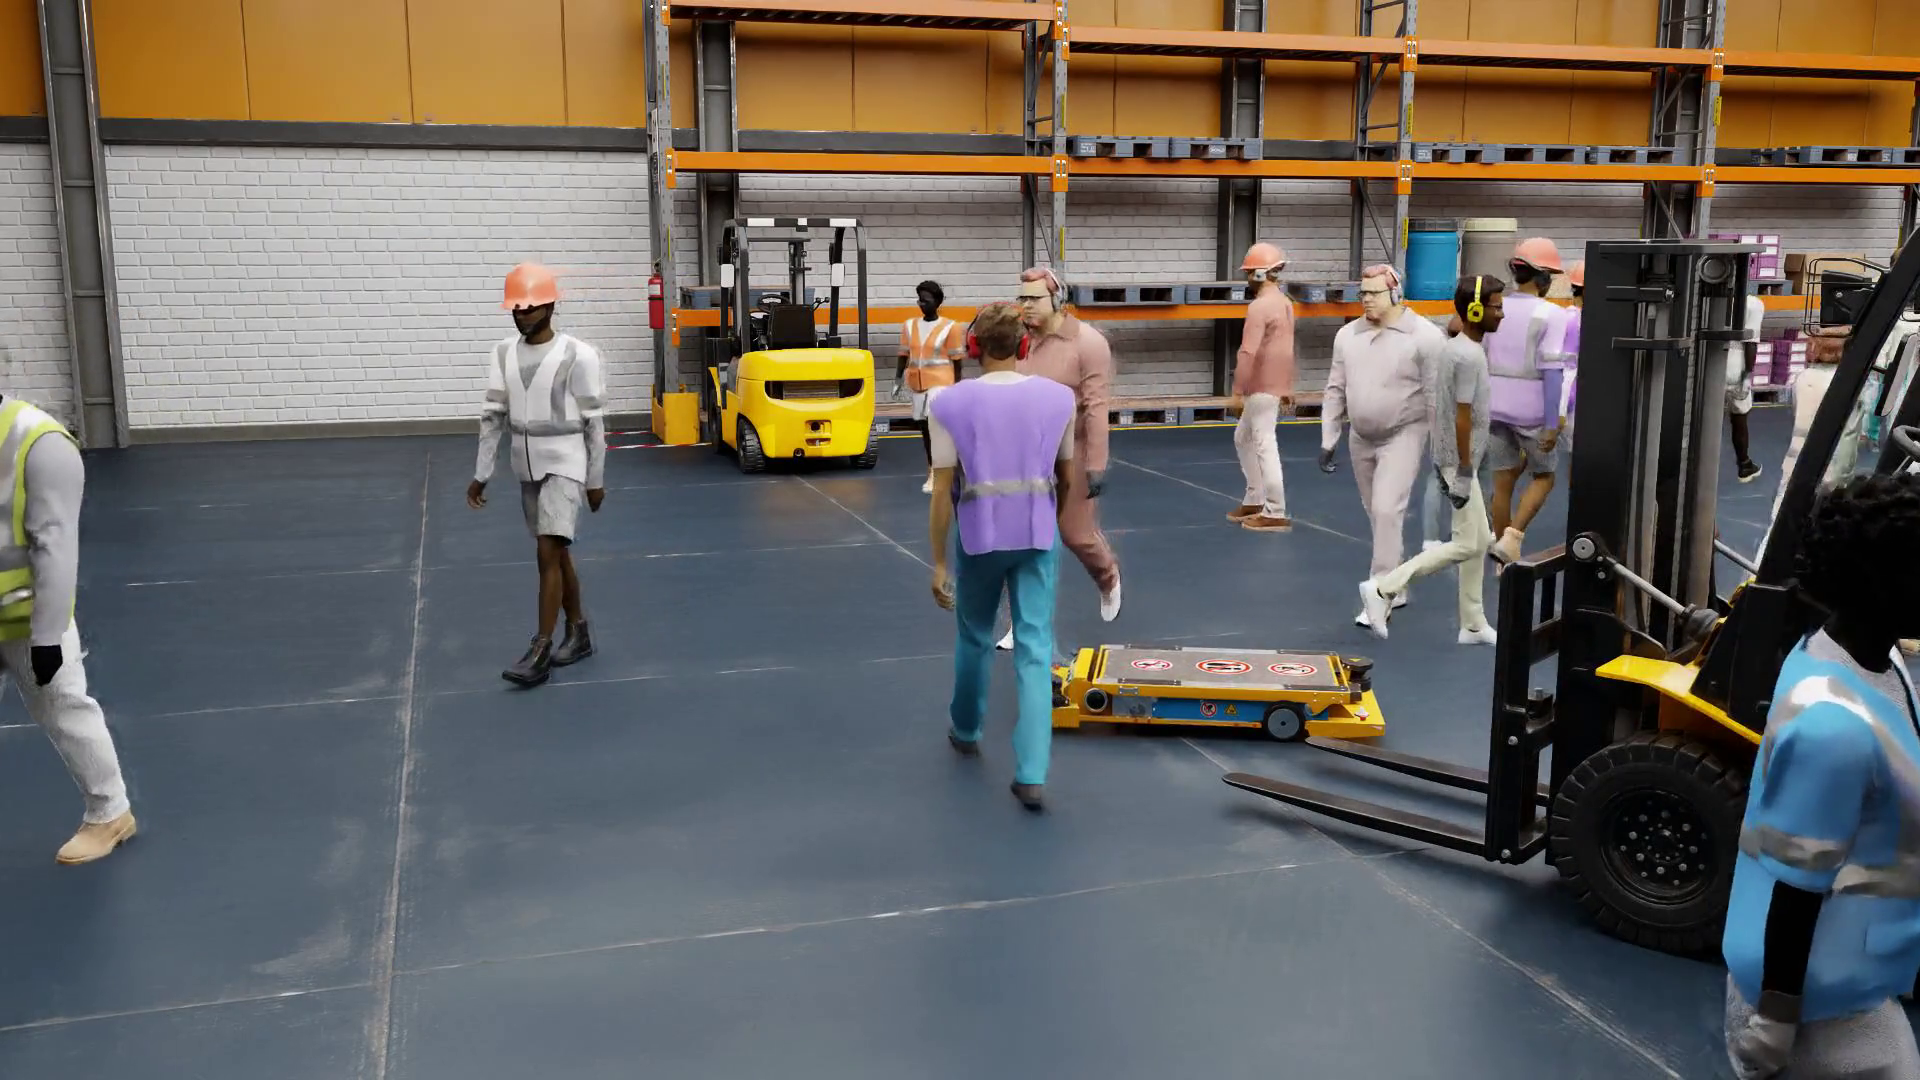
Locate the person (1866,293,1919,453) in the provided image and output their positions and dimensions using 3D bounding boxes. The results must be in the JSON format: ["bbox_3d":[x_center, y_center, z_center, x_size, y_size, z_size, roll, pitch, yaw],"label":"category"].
[{"bbox_3d":[8.655,-1.613,15.278,0.537,1.730,0.887,1,10,5],"label":"person"}]

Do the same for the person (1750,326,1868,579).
[{"bbox_3d":[4.484,-0.333,8.619,0.860,1.588,0.525,-2,11,-12],"label":"person"}]

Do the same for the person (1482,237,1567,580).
[{"bbox_3d":[3.282,-0.750,9.751,0.482,2.020,0.603,-7,13,-35],"label":"person"}]

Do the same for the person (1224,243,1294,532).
[{"bbox_3d":[2.012,-1.041,11.464,0.651,1.974,0.625,5,11,25],"label":"person"}]

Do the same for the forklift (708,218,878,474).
[{"bbox_3d":[-1.522,-1.778,14.899,1.214,2.155,2.313,-3,11,-17],"label":"forklift"}]

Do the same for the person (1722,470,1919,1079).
[{"bbox_3d":[1.386,0.692,2.816,0.802,1.668,0.526,5,12,27],"label":"person"}]

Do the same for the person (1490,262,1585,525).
[{"bbox_3d":[4.077,-0.969,11.363,1.004,1.878,0.645,1,10,8],"label":"person"}]

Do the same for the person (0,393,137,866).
[{"bbox_3d":[-2.927,0.230,5.045,0.636,1.783,1.003,2,10,10],"label":"person"}]

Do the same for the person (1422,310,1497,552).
[{"bbox_3d":[3.274,-0.725,10.727,0.794,1.595,0.524,-8,13,-38],"label":"person"}]

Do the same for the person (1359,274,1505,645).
[{"bbox_3d":[2.397,-0.371,8.155,0.726,1.851,0.516,2,10,10],"label":"person"}]

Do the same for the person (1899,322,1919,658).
[{"bbox_3d":[4.752,-0.450,8.040,0.394,2.040,0.610,6,12,30],"label":"person"}]

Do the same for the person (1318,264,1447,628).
[{"bbox_3d":[2.175,-0.495,8.741,0.841,1.871,0.657,-9,13,-40],"label":"person"}]

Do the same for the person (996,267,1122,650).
[{"bbox_3d":[0.497,-0.417,8.317,0.662,1.881,0.790,6,12,31],"label":"person"}]

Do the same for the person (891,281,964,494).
[{"bbox_3d":[-0.286,-1.199,13.151,0.541,1.676,0.647,7,12,32],"label":"person"}]

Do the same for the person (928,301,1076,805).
[{"bbox_3d":[0.151,0.022,6.148,0.556,1.786,0.957,-2,10,-8],"label":"person"}]

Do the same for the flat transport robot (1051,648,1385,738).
[{"bbox_3d":[1.027,0.624,7.008,1.431,0.197,0.652,1,10,8],"label":"flat transport robot"}]

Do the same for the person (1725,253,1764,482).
[{"bbox_3d":[6.230,-1.389,13.537,1.001,1.912,0.626,-8,13,-39],"label":"person"}]

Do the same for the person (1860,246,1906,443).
[{"bbox_3d":[9.057,-1.876,16.165,0.362,1.936,0.627,-8,13,-37],"label":"person"}]

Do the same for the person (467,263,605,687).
[{"bbox_3d":[-1.960,-0.296,7.581,0.546,1.893,0.885,5,11,25],"label":"person"}]

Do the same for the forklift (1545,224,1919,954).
[{"bbox_3d":[2.909,0.117,4.508,2.313,2.155,1.214,9,14,40],"label":"forklift"}]
